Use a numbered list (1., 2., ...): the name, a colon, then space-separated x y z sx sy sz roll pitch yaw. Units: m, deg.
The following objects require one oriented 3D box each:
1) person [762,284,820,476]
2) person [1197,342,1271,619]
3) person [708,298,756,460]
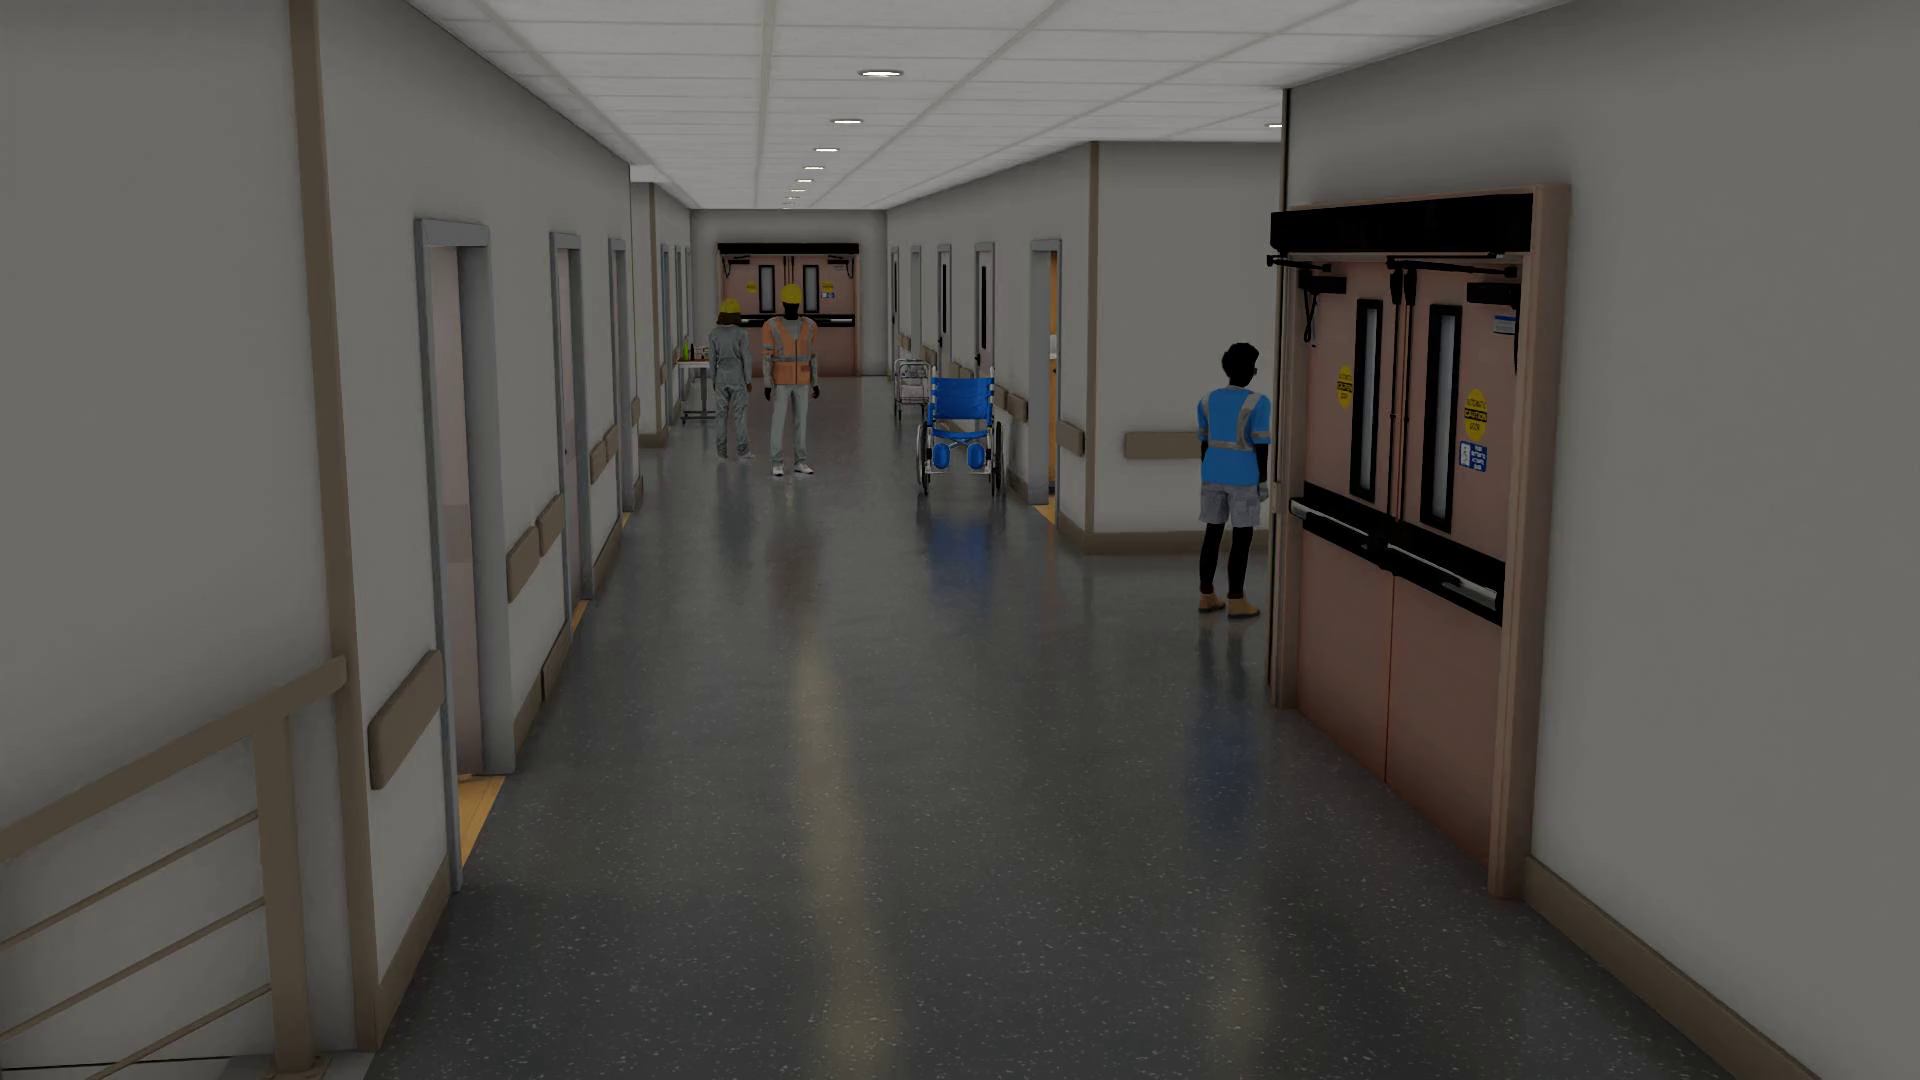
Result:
1. person: -1.689 -1.608 16.734 0.593 1.922 0.383 -5 11 -26
2. person: 1.676 -0.364 10.207 0.334 1.686 0.531 -9 13 -41
3. person: -2.465 -1.723 17.969 0.489 1.747 0.365 3 10 16
